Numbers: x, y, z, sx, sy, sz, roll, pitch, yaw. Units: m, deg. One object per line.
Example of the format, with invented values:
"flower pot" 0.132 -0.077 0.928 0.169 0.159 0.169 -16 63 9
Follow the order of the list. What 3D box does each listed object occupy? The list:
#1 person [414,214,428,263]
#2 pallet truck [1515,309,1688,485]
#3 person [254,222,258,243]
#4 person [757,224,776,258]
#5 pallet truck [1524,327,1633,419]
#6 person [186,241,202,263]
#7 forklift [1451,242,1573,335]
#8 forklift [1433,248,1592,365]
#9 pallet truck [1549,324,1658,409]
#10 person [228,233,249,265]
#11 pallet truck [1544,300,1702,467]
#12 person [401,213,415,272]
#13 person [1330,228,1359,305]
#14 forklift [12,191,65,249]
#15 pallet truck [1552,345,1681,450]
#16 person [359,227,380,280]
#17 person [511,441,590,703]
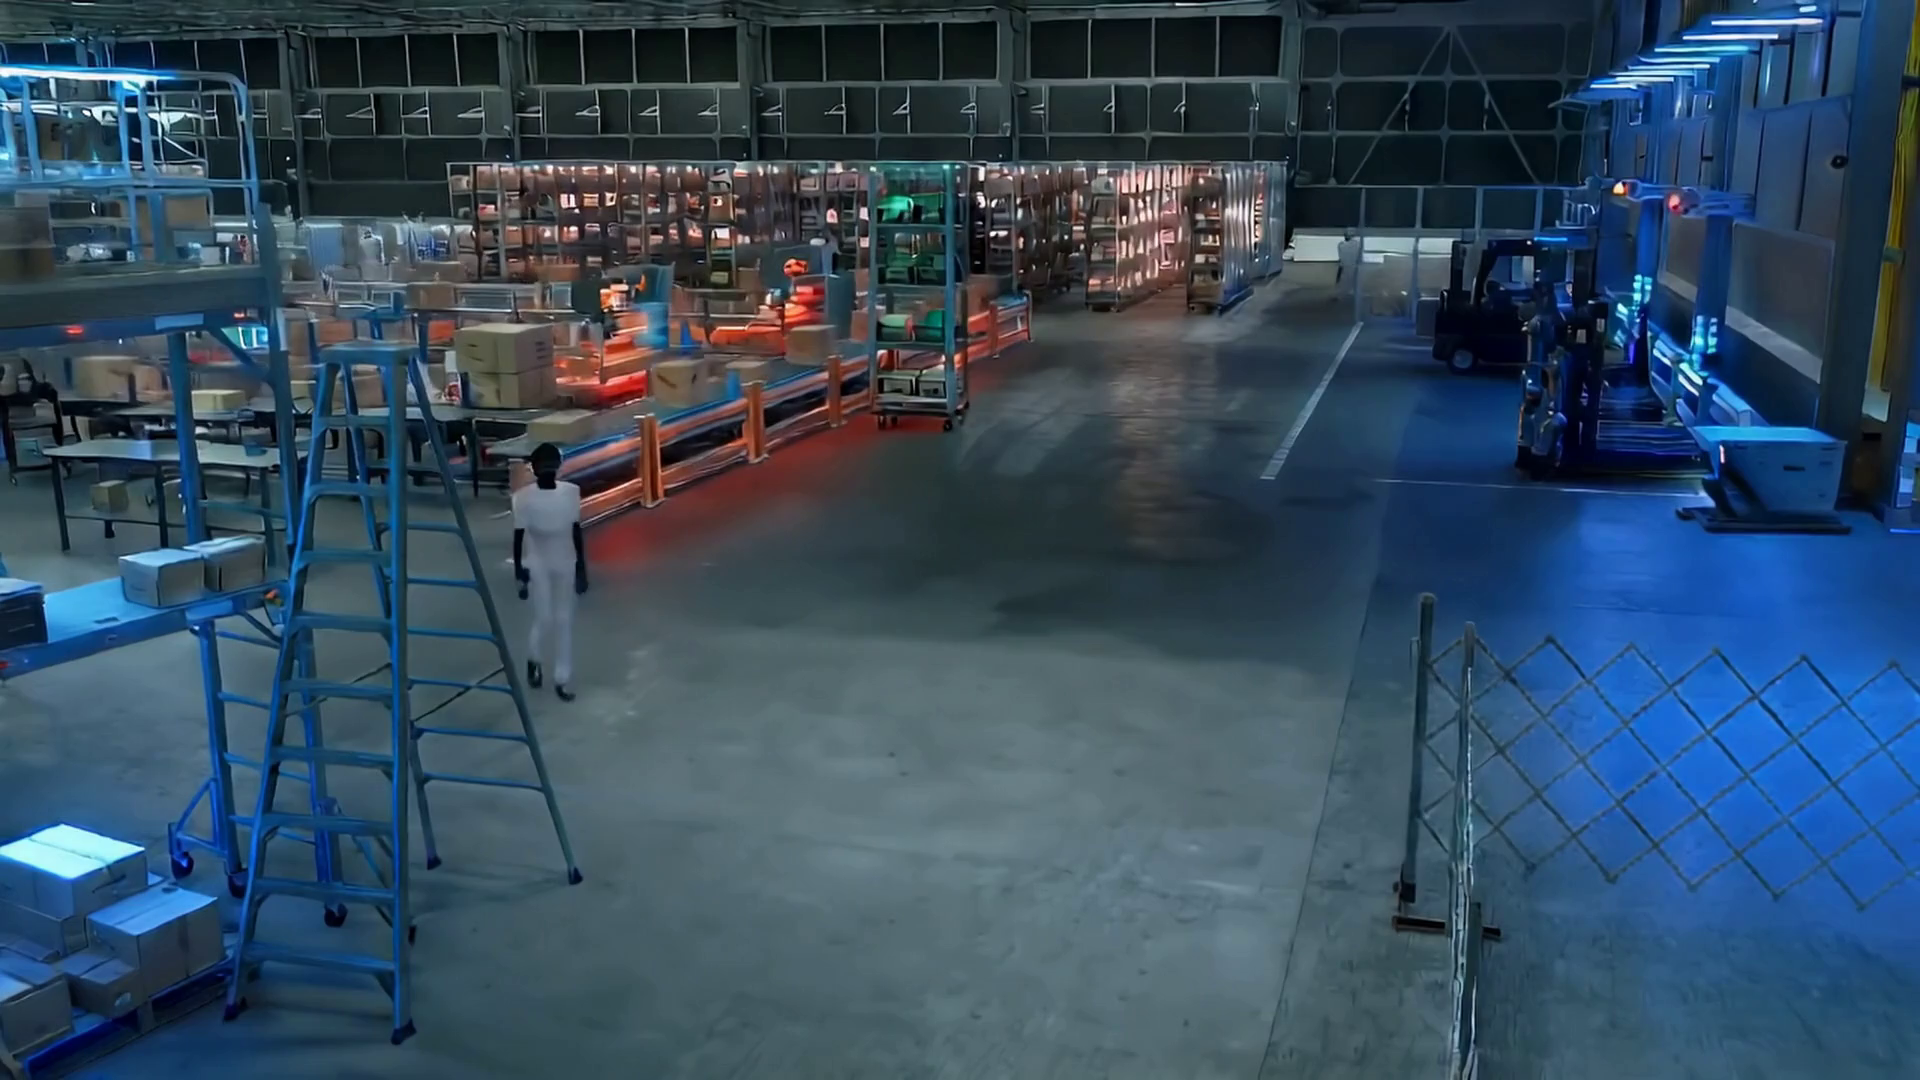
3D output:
"person" -19.153 -10.724 59.114 0.482 1.736 0.348 -9 16 -33
"pallet truck" 7.554 -1.677 19.446 1.885 1.965 0.823 3 13 14
"person" -25.187 -10.909 59.909 0.569 1.730 0.739 -7 15 -28
"person" -5.916 -8.810 50.763 0.985 1.780 0.585 12 18 43
"pallet truck" 9.065 -2.460 24.370 1.522 1.261 0.704 3 13 14
"person" -16.604 -5.517 36.140 0.405 1.947 0.607 -4 14 -18
"forklift" 10.464 -4.597 31.405 2.680 1.987 1.157 4 14 16
"forklift" 9.780 -4.111 29.280 2.680 1.987 1.157 3 13 14
"pallet truck" 9.824 -2.669 25.407 1.601 1.201 0.680 4 14 16
"person" -19.192 -7.367 44.380 0.599 1.830 0.404 6 14 24
"pallet truck" 8.263 -1.952 20.631 1.885 1.965 0.823 5 14 20
"person" -18.155 -9.777 54.642 0.409 1.903 0.638 0 13 1
"person" 9.690 -6.858 41.879 0.837 1.964 0.654 -11 17 -40
"forklift" -28.077 -9.301 50.450 1.129 2.768 1.873 -2 13 -8
"pallet truck" 8.641 -1.896 21.908 1.630 1.274 0.653 4 14 16
"person" -16.440 -7.800 46.321 0.578 1.810 0.916 -9 16 -34
"person" -2.858 0.210 11.623 0.511 1.855 0.448 -8 15 -32
